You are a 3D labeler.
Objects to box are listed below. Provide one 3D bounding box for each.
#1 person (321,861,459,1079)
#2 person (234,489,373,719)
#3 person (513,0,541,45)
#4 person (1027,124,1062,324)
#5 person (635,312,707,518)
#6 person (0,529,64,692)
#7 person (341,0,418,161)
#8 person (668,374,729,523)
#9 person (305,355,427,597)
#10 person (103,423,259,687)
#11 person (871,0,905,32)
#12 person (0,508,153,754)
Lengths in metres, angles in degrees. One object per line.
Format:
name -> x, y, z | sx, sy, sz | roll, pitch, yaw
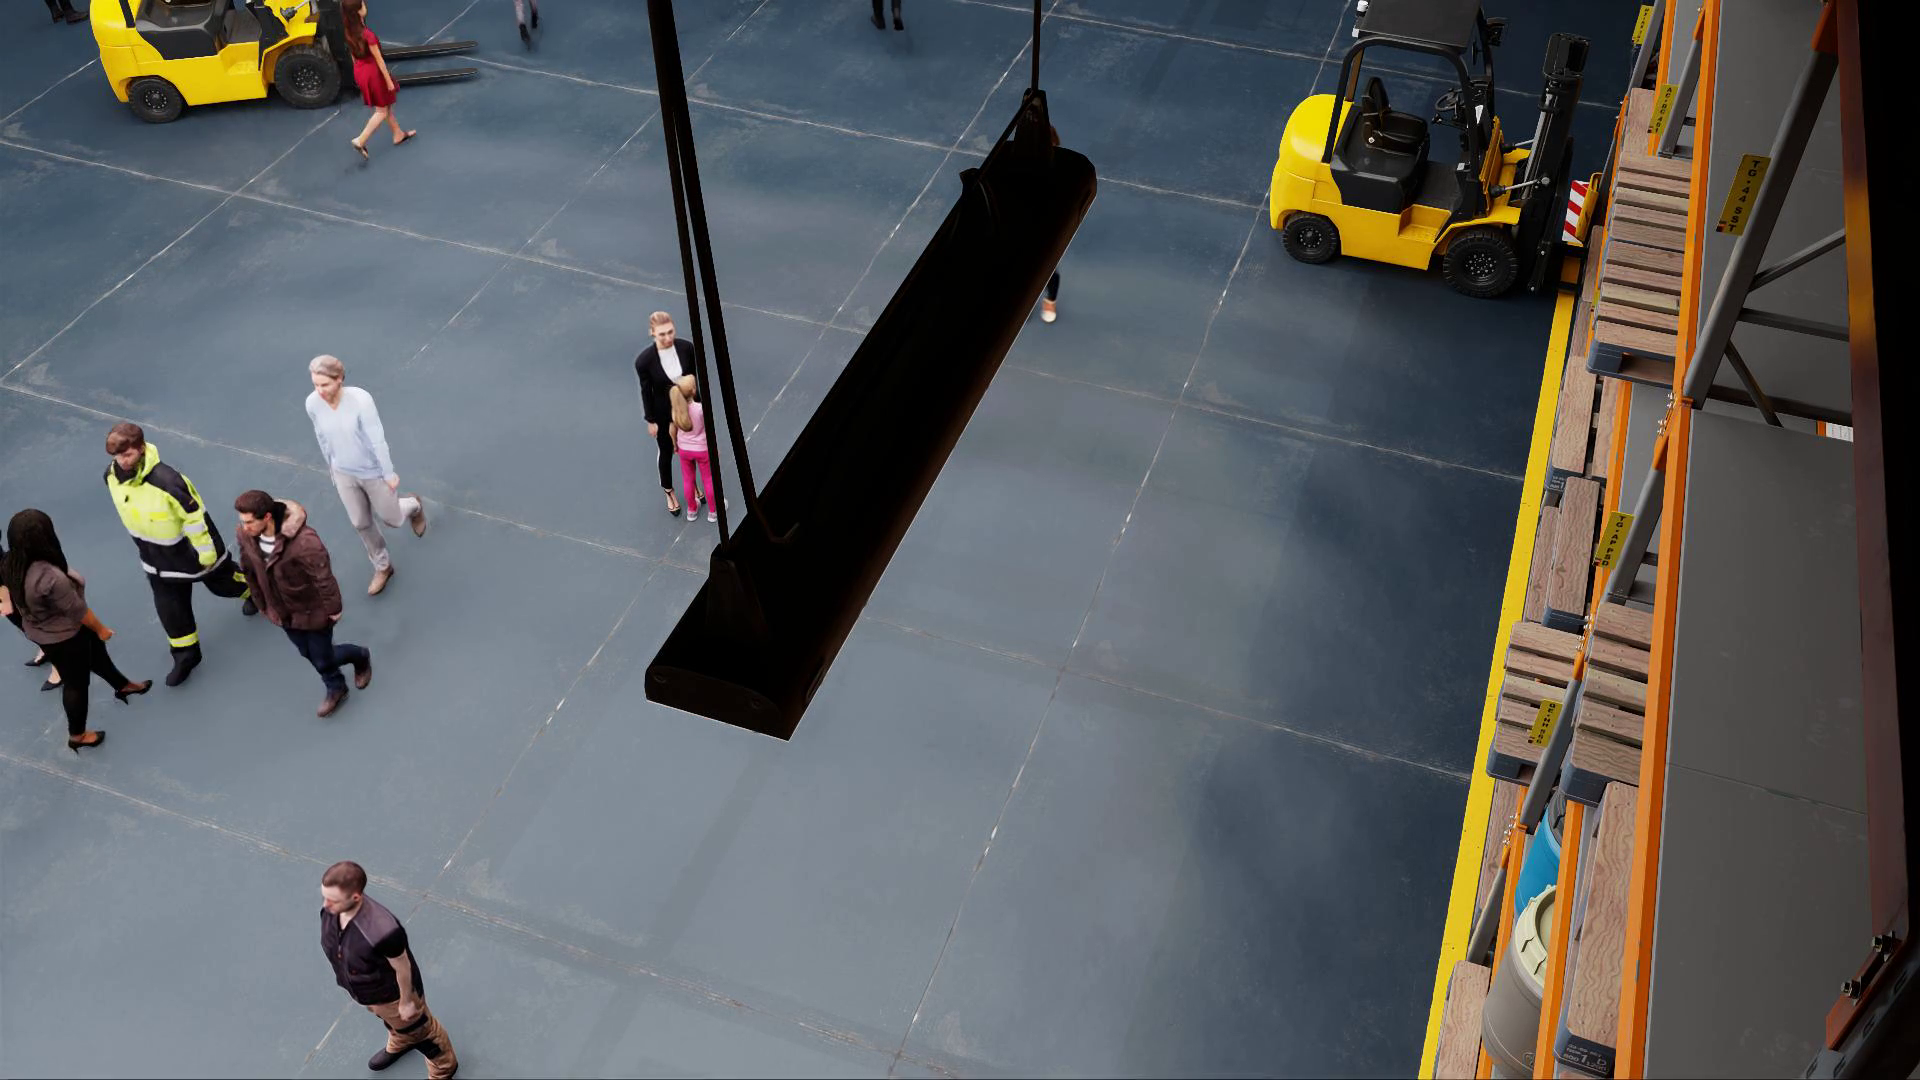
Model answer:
person -> -2.894, 2.182, 8.363 | 0.738, 1.842, 0.680 | 26, 49, 24
person -> -4.038, 0.327, 10.318 | 0.745, 1.831, 0.716 | 13, 45, 13
person -> -4.524, -5.736, 17.094 | 0.769, 1.263, 0.971 | -5, 44, -5
person -> 0.678, -2.550, 13.372 | 0.632, 1.784, 0.609 | 3, 44, 3
person -> -2.011, -0.900, 11.696 | 0.660, 1.706, 0.743 | -23, 48, -22
person -> -6.024, 0.280, 10.490 | 0.710, 1.660, 0.686 | -27, 50, -26
person -> -5.469, -4.249, 15.336 | 0.733, 1.534, 1.020 | 27, 50, 26
person -> -1.878, -0.655, 11.752 | 0.522, 1.275, 0.548 | 7, 44, 7
person -> -3.973, -0.517, 11.168 | 0.796, 1.880, 1.053 | 6, 44, 6
person -> -4.940, -0.048, 10.640 | 0.824, 1.930, 1.249 | 12, 45, 12
person -> -0.774, -6.054, 17.003 | 0.933, 1.848, 1.028 | -10, 44, -10
person -> -5.477, 0.646, 10.007 | 0.782, 1.797, 0.965 | 22, 48, 21
